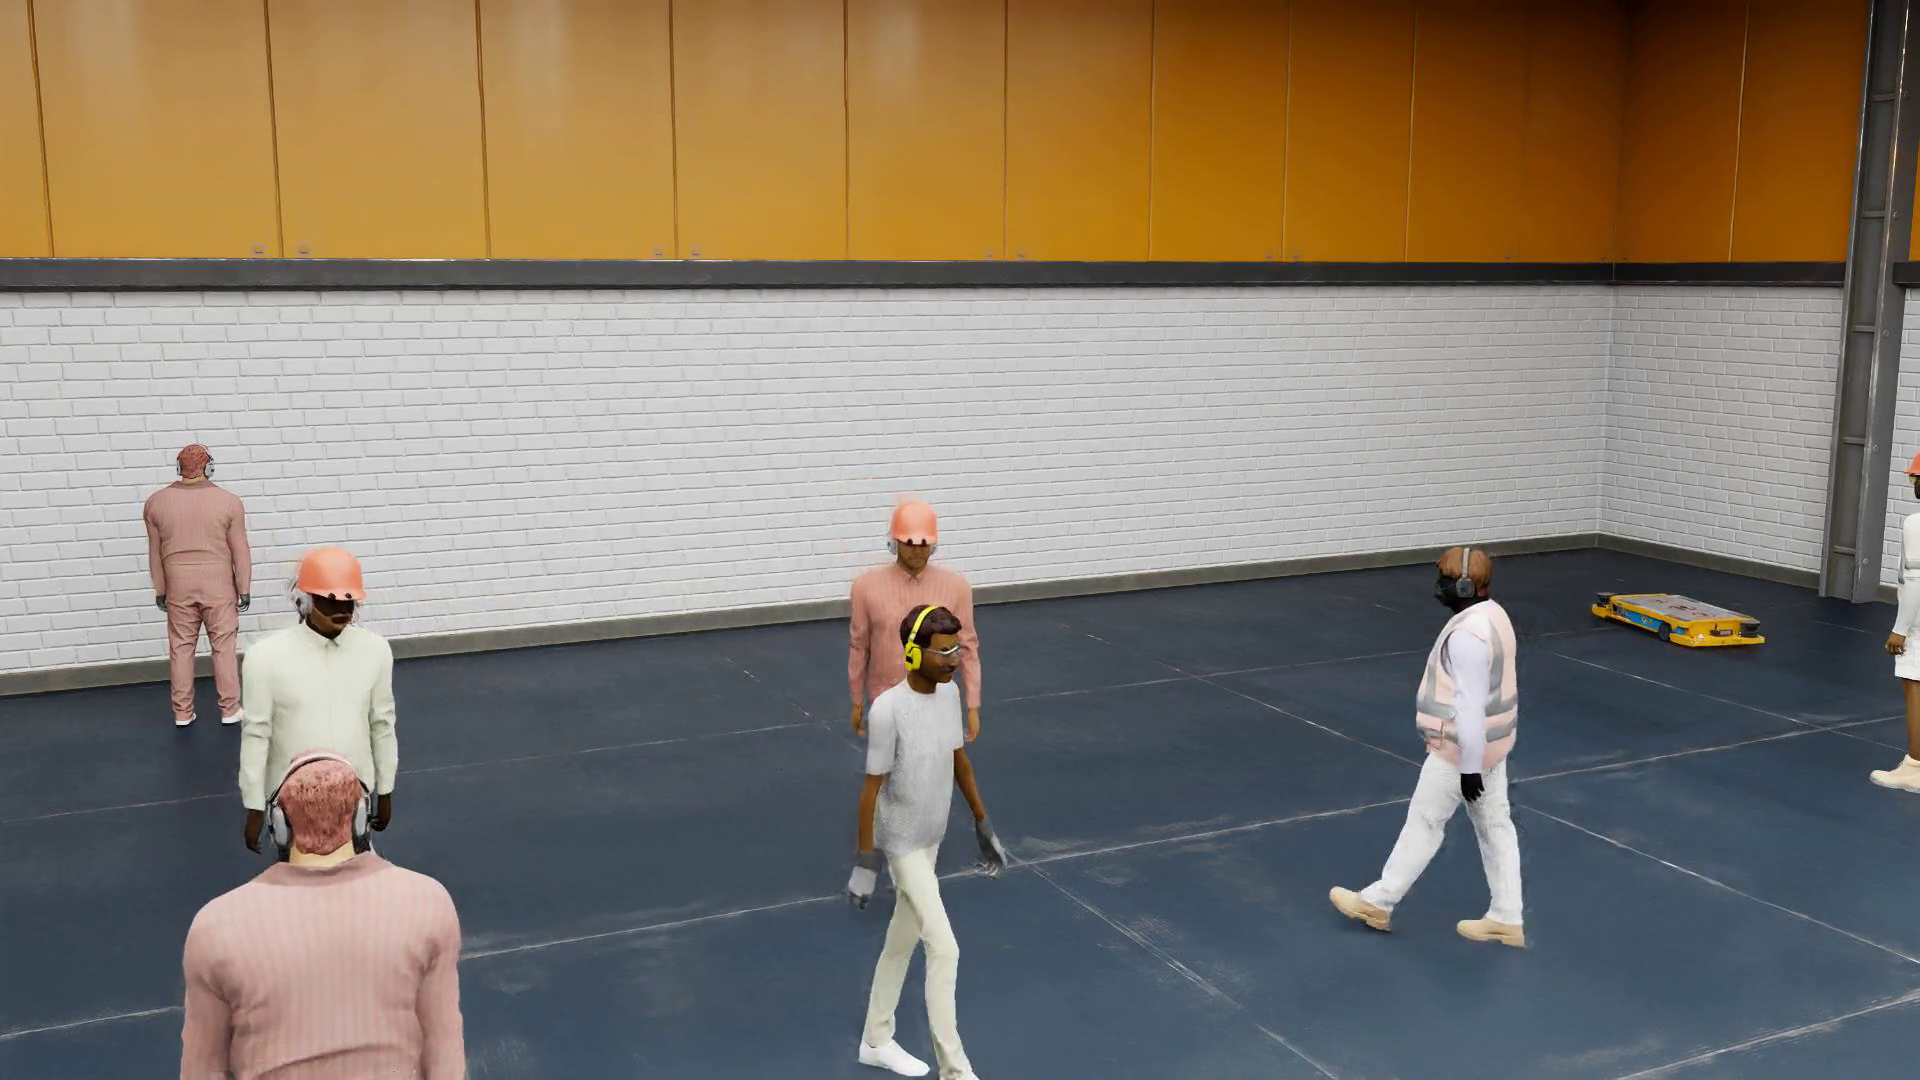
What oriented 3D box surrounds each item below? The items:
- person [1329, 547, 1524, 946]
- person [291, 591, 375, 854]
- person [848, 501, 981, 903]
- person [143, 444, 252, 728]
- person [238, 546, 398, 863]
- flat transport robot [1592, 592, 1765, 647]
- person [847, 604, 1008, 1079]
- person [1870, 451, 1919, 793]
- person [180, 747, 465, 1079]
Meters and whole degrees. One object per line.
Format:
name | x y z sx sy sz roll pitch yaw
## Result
person | 2.169 0.922 7.559 0.918 1.804 0.659 5 11 29
person | -2.930 0.973 7.833 0.365 1.613 0.560 -3 10 -16
person | -0.212 0.776 8.048 0.636 1.933 1.071 -1 9 -8
person | -5.058 0.306 11.118 0.640 1.902 0.402 -2 9 -9
person | -2.536 0.995 6.597 0.636 1.975 0.529 -9 12 -43
flat transport robot | 6.023 0.651 14.007 0.652 0.197 1.431 -2 9 -11
person | -0.056 1.147 6.098 0.843 1.831 0.550 5 10 27
person | 5.641 0.454 9.744 0.616 2.041 0.383 -5 11 -30
person | -1.556 1.449 4.113 0.650 1.872 0.937 -4 10 -26
